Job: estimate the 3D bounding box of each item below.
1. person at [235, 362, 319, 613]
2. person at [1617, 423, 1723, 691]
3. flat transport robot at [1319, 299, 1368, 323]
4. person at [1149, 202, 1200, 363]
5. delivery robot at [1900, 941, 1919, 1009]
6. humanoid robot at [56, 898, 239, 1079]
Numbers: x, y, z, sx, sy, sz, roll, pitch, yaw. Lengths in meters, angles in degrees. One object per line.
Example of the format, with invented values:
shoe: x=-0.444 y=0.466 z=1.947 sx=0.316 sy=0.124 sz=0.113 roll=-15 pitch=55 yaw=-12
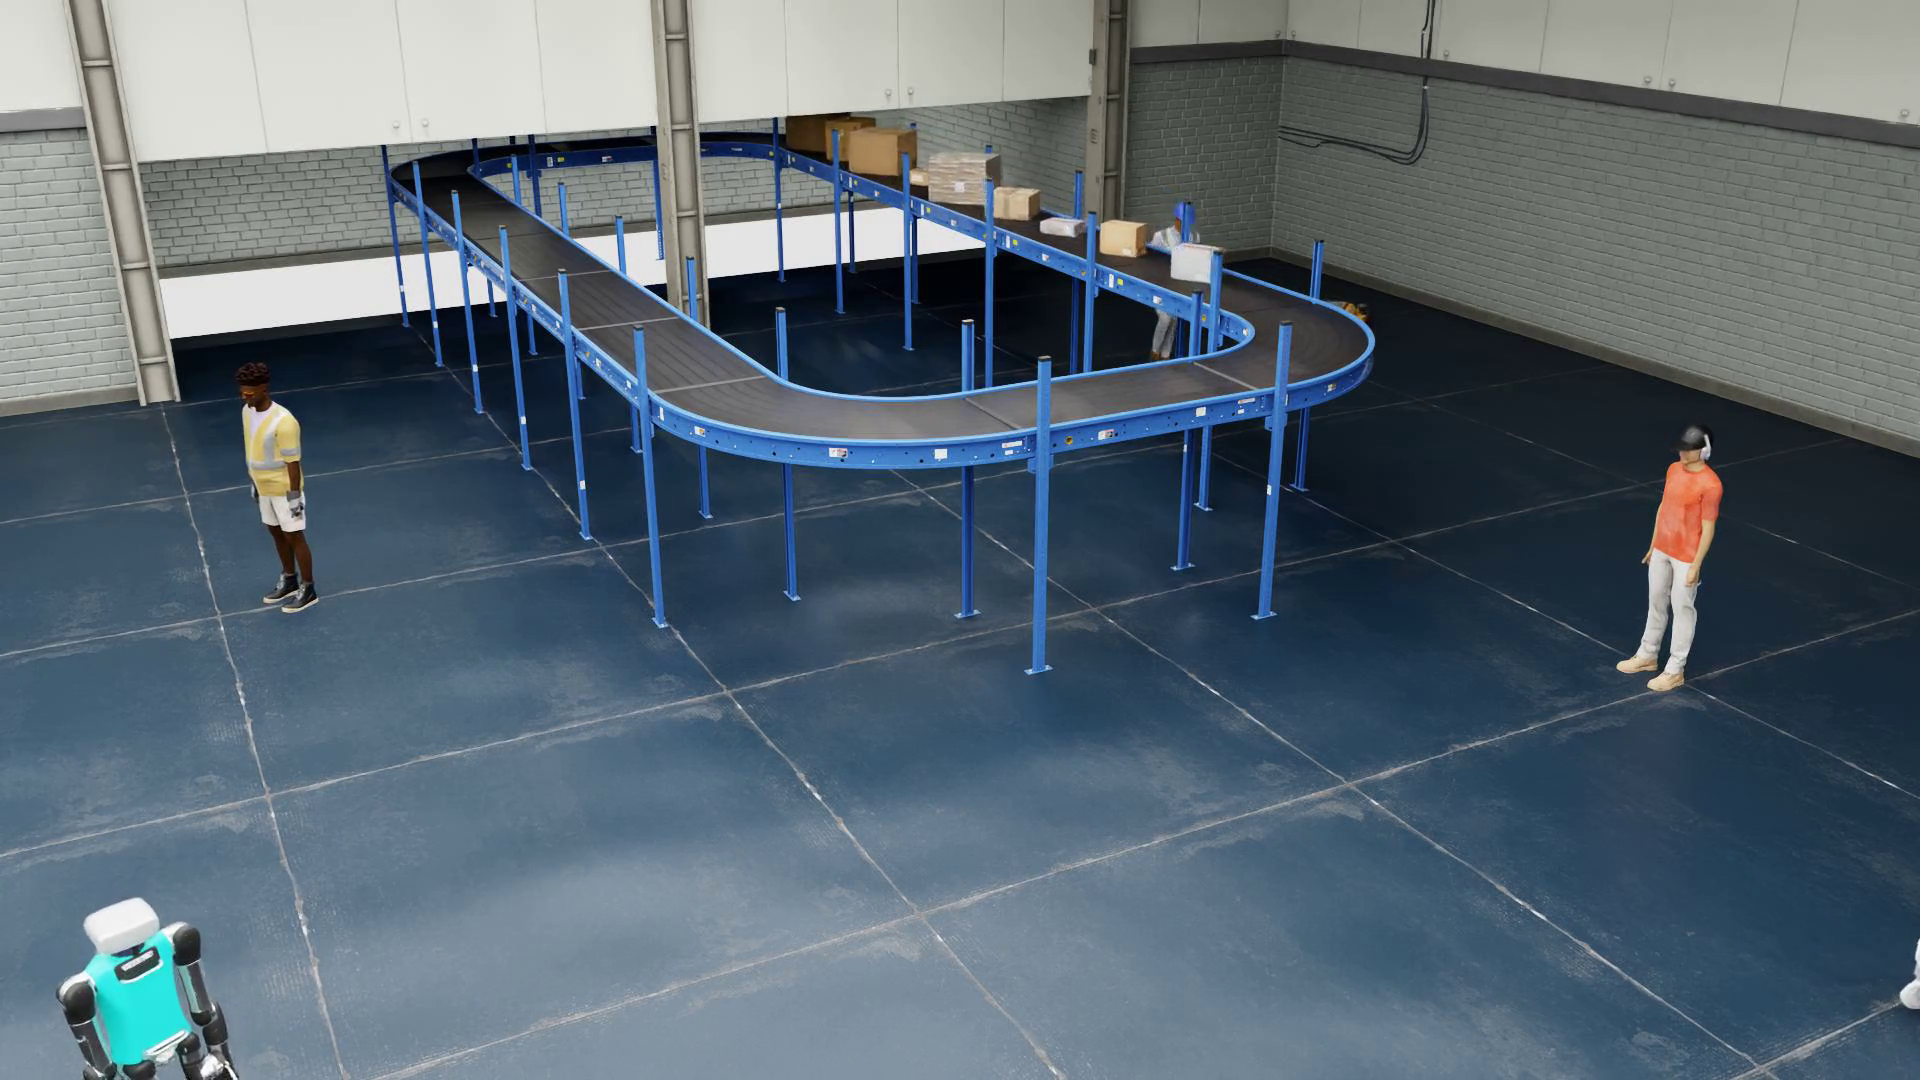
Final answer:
person: x=-5.200 y=-0.413 z=12.649 sx=0.602 sy=1.958 sz=0.376 roll=16 pitch=27 yaw=35
person: x=4.906 y=0.109 z=11.420 sx=0.394 sy=1.912 sz=0.477 roll=-8 pitch=23 yaw=-19
flat transport robot: x=4.368 y=-2.854 z=20.931 sx=1.431 sy=0.231 sz=0.659 roll=7 pitch=23 yaw=18
person: x=2.411 y=-2.853 z=18.724 sx=0.626 sy=1.918 sz=0.456 roll=-9 pitch=24 yaw=-20
delivery robot: x=5.098 y=2.173 z=8.148 sx=0.818 sy=0.614 sz=0.499 roll=0 pitch=22 yaw=0
humanoid robot: x=-2.914 y=2.261 z=6.373 sx=0.807 sy=1.794 sz=0.543 roll=15 pitch=27 yaw=33
